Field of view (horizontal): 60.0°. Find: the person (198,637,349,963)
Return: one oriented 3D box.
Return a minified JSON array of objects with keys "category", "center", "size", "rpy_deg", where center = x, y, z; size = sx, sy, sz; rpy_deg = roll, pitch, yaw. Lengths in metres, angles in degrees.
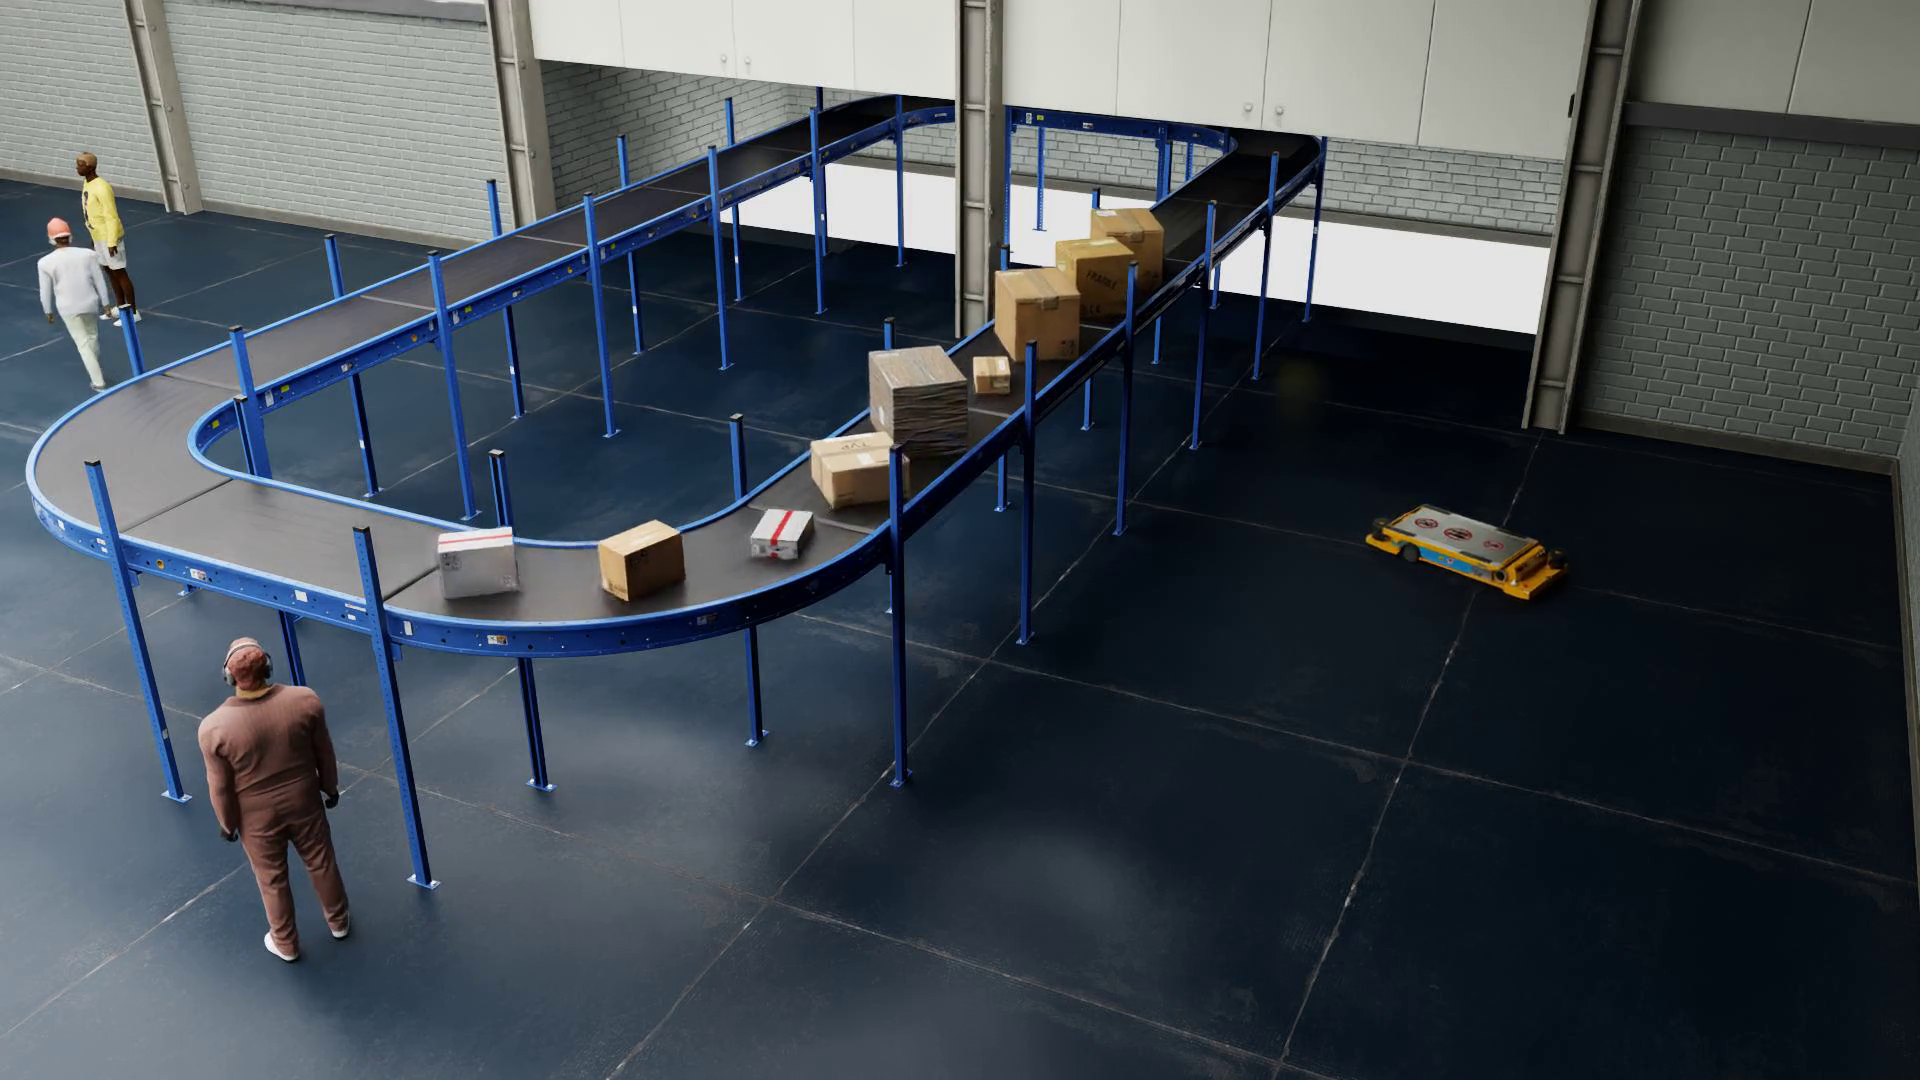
[{"category":"person","center":[-3.639,1.379,8.859],"size":[0.650,1.905,0.406],"rpy_deg":[-20,32,-34]}]

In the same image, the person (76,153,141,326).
[{"category":"person","center":[-9.421,-3.323,18.340],"size":[0.546,1.899,0.376],"rpy_deg":[23,34,38]}]

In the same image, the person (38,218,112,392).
[{"category":"person","center":[-8.871,-2.375,16.624],"size":[0.839,1.712,0.589],"rpy_deg":[23,34,38]}]

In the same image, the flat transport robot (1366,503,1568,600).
[{"category":"flat transport robot","center":[4.056,0.071,13.332],"size":[1.431,0.231,0.659],"rpy_deg":[23,34,38]}]
